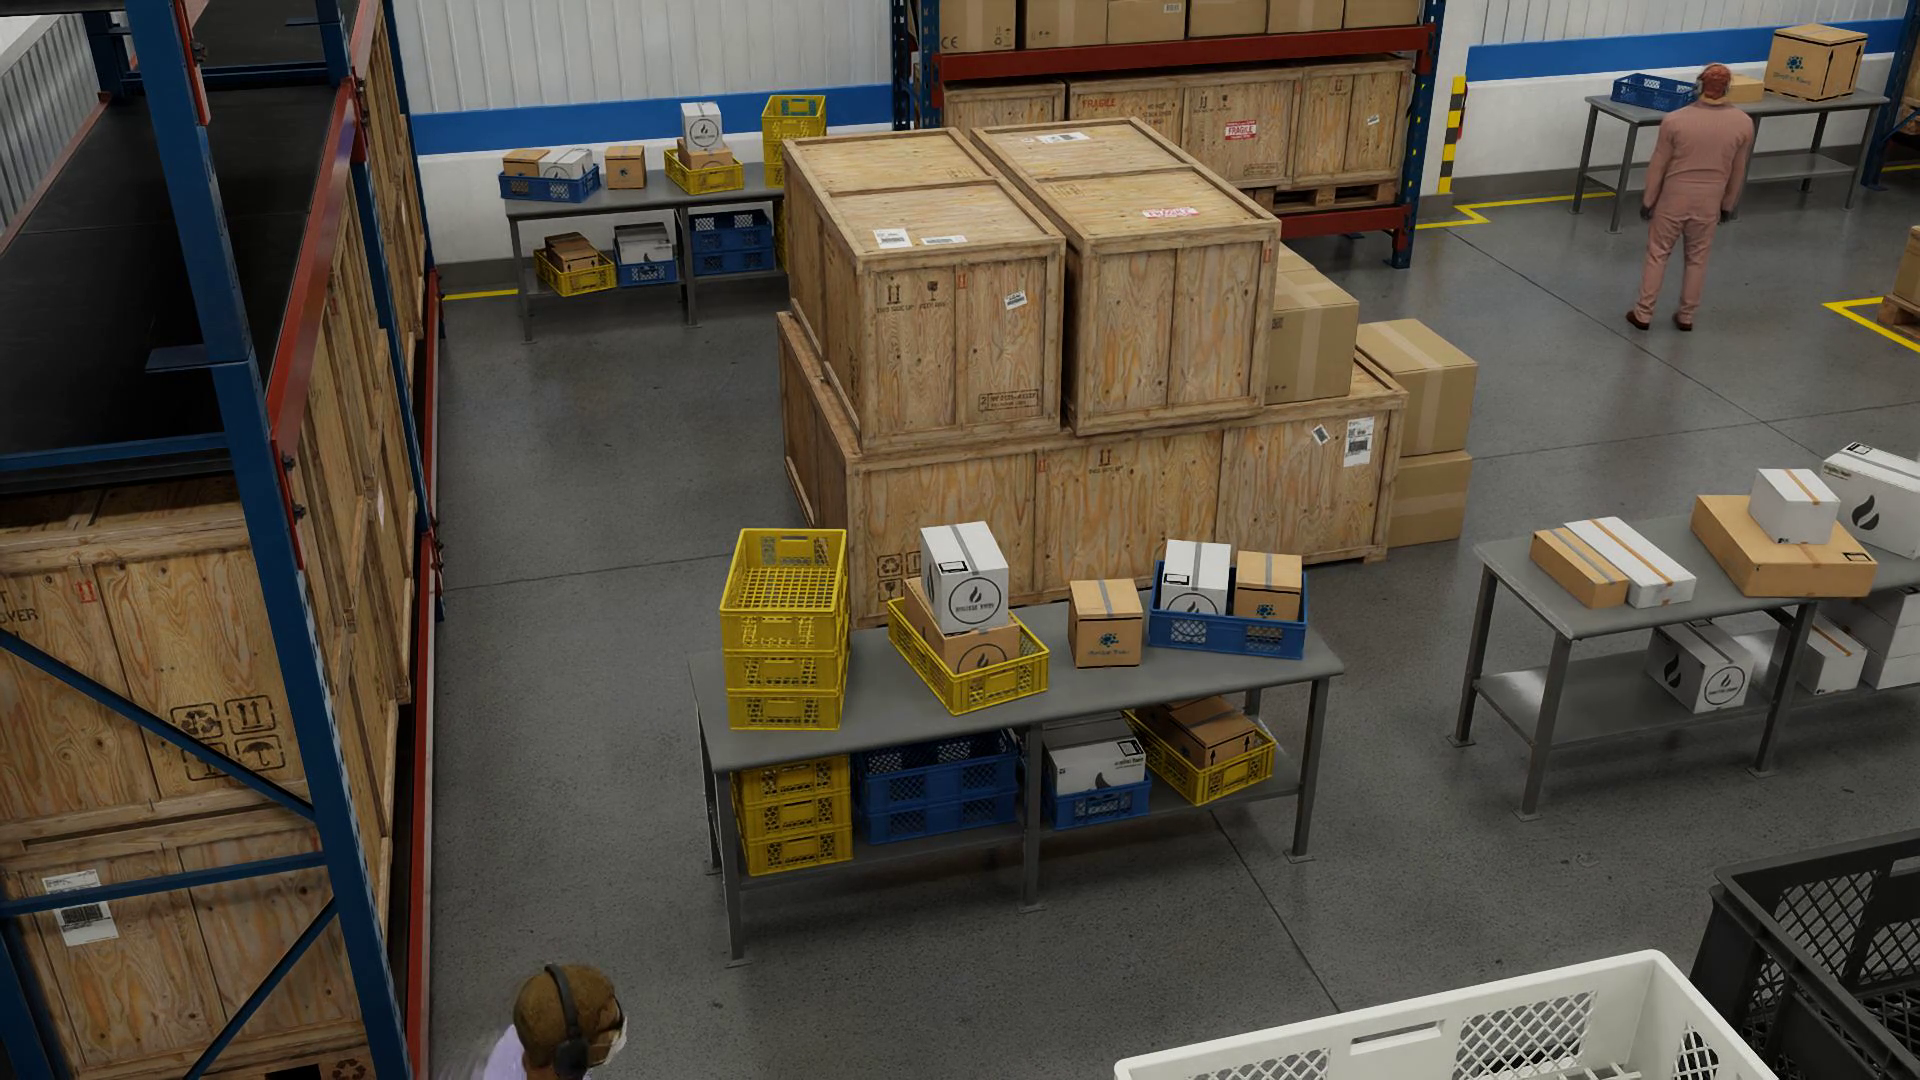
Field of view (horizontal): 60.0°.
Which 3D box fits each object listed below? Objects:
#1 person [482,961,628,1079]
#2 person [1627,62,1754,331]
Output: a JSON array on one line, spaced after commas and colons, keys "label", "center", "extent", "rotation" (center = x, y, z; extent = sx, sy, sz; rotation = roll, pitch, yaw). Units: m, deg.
[{"label": "person", "center": [-0.951, 1.820, 4.103], "extent": [0.643, 1.907, 0.641], "rotation": [-13, 31, -22]}, {"label": "person", "center": [5.166, -2.417, 11.806], "extent": [0.654, 1.900, 0.397], "rotation": [2, 29, 4]}]
